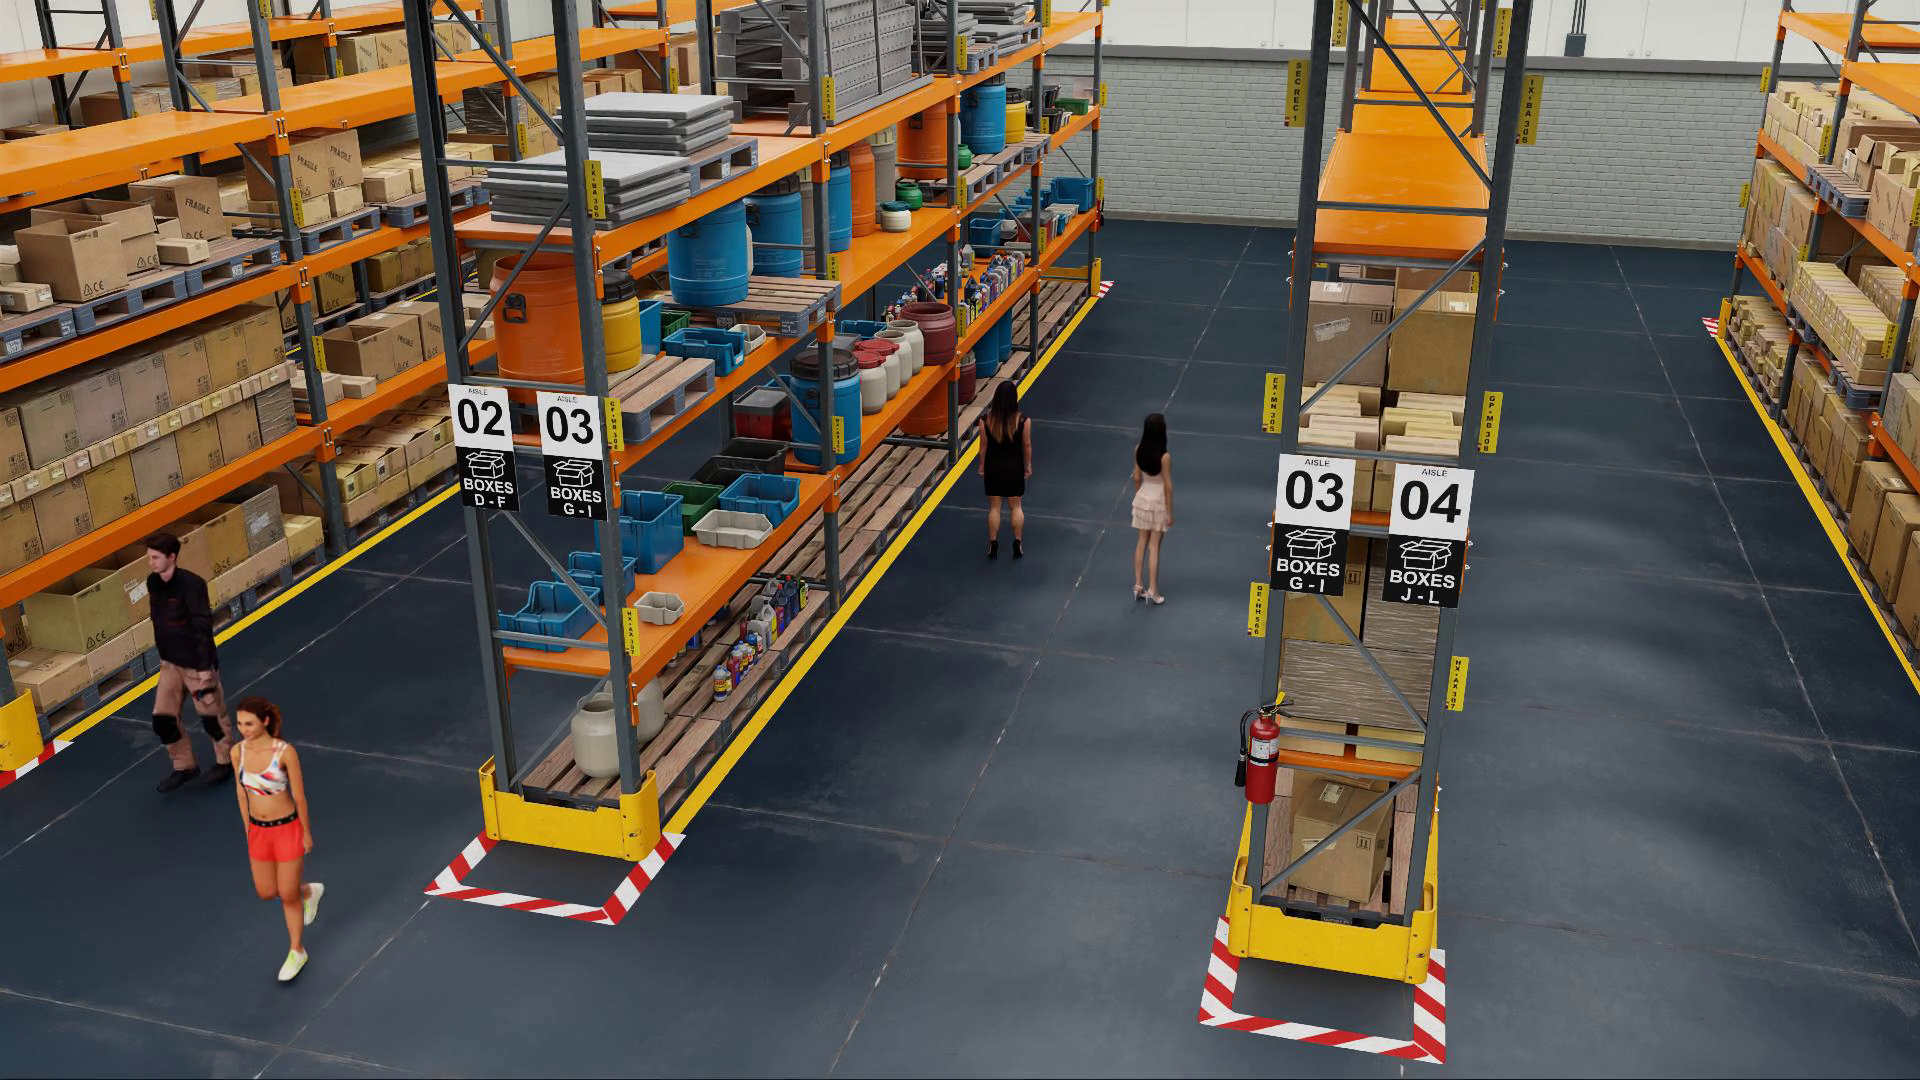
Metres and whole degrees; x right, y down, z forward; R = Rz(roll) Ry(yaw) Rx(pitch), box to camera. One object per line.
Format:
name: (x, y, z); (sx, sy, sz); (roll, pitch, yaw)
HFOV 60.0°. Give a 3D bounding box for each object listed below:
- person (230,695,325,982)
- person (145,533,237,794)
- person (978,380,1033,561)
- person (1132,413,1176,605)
person: (-3.931, 1.671, 9.703); (0.647, 1.776, 0.878); (2, 22, 6)
person: (-5.307, 0.817, 11.614); (0.709, 1.909, 0.775); (7, 23, 16)
person: (0.417, -0.643, 15.438); (0.719, 1.717, 0.679); (0, 22, 1)
person: (1.662, -0.271, 14.503); (0.698, 1.735, 0.667); (-18, 28, -36)
